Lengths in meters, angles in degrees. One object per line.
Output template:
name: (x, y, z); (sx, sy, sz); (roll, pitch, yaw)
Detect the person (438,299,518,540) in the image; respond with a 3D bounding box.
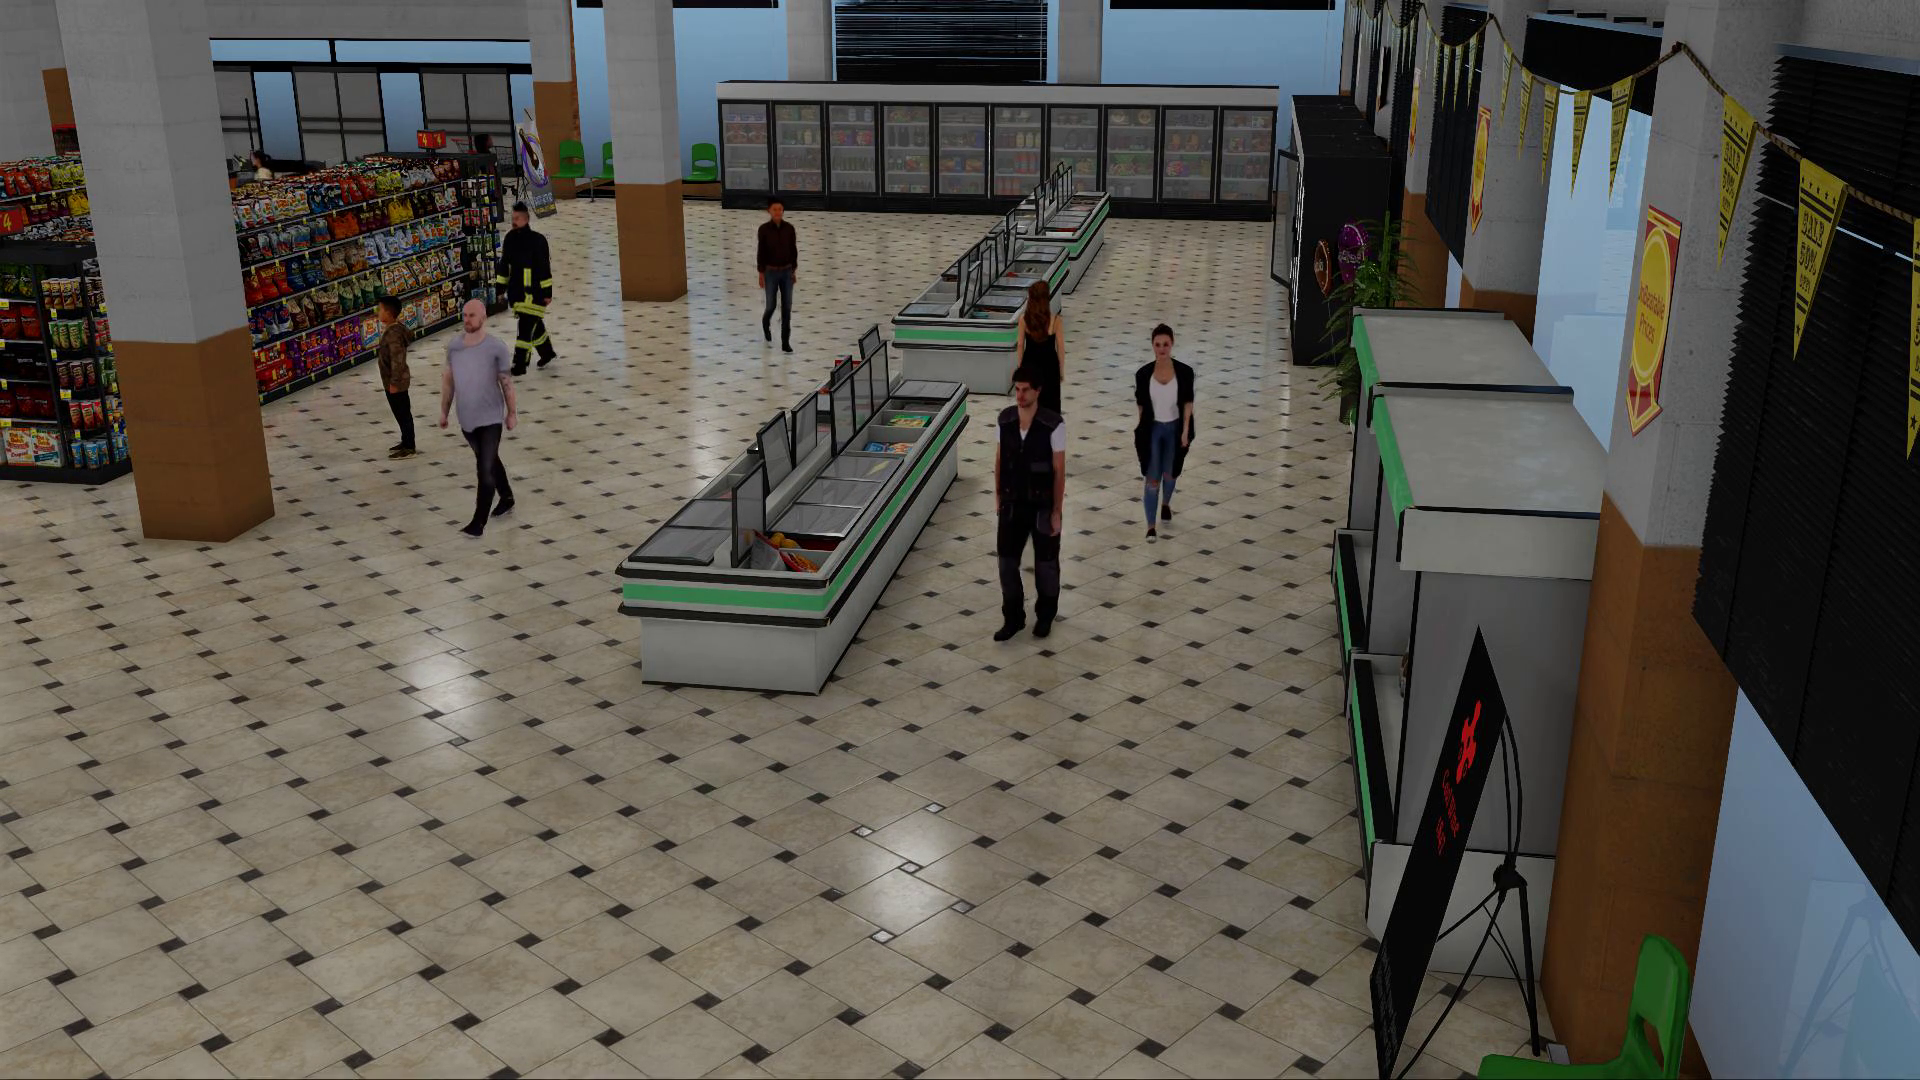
person: (-3.660, -0.946, 12.865); (0.792, 1.778, 1.261); (6, 20, 17)

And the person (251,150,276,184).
person: (-10.620, -5.170, 25.699); (0.979, 1.582, 1.163); (-3, 19, -9)

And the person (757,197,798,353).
person: (-2.132, -3.068, 19.198); (1.036, 1.752, 1.197); (-7, 20, -21)

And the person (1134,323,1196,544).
person: (1.576, -0.821, 12.737); (0.689, 1.624, 1.186); (2, 19, 5)

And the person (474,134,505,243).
person: (-7.726, -5.788, 27.304); (0.773, 1.728, 0.706); (-11, 22, -30)

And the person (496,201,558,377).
person: (-4.647, -2.723, 18.062); (0.993, 1.826, 1.246); (9, 21, 26)

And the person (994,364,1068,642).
person: (0.492, -0.262, 10.756); (0.750, 1.829, 0.807); (5, 19, 16)

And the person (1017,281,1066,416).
person: (0.701, -1.484, 14.702); (0.580, 1.624, 0.564); (2, 19, 7)

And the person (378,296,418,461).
person: (-5.041, -1.465, 14.909); (0.729, 1.455, 0.638); (-5, 19, -15)
